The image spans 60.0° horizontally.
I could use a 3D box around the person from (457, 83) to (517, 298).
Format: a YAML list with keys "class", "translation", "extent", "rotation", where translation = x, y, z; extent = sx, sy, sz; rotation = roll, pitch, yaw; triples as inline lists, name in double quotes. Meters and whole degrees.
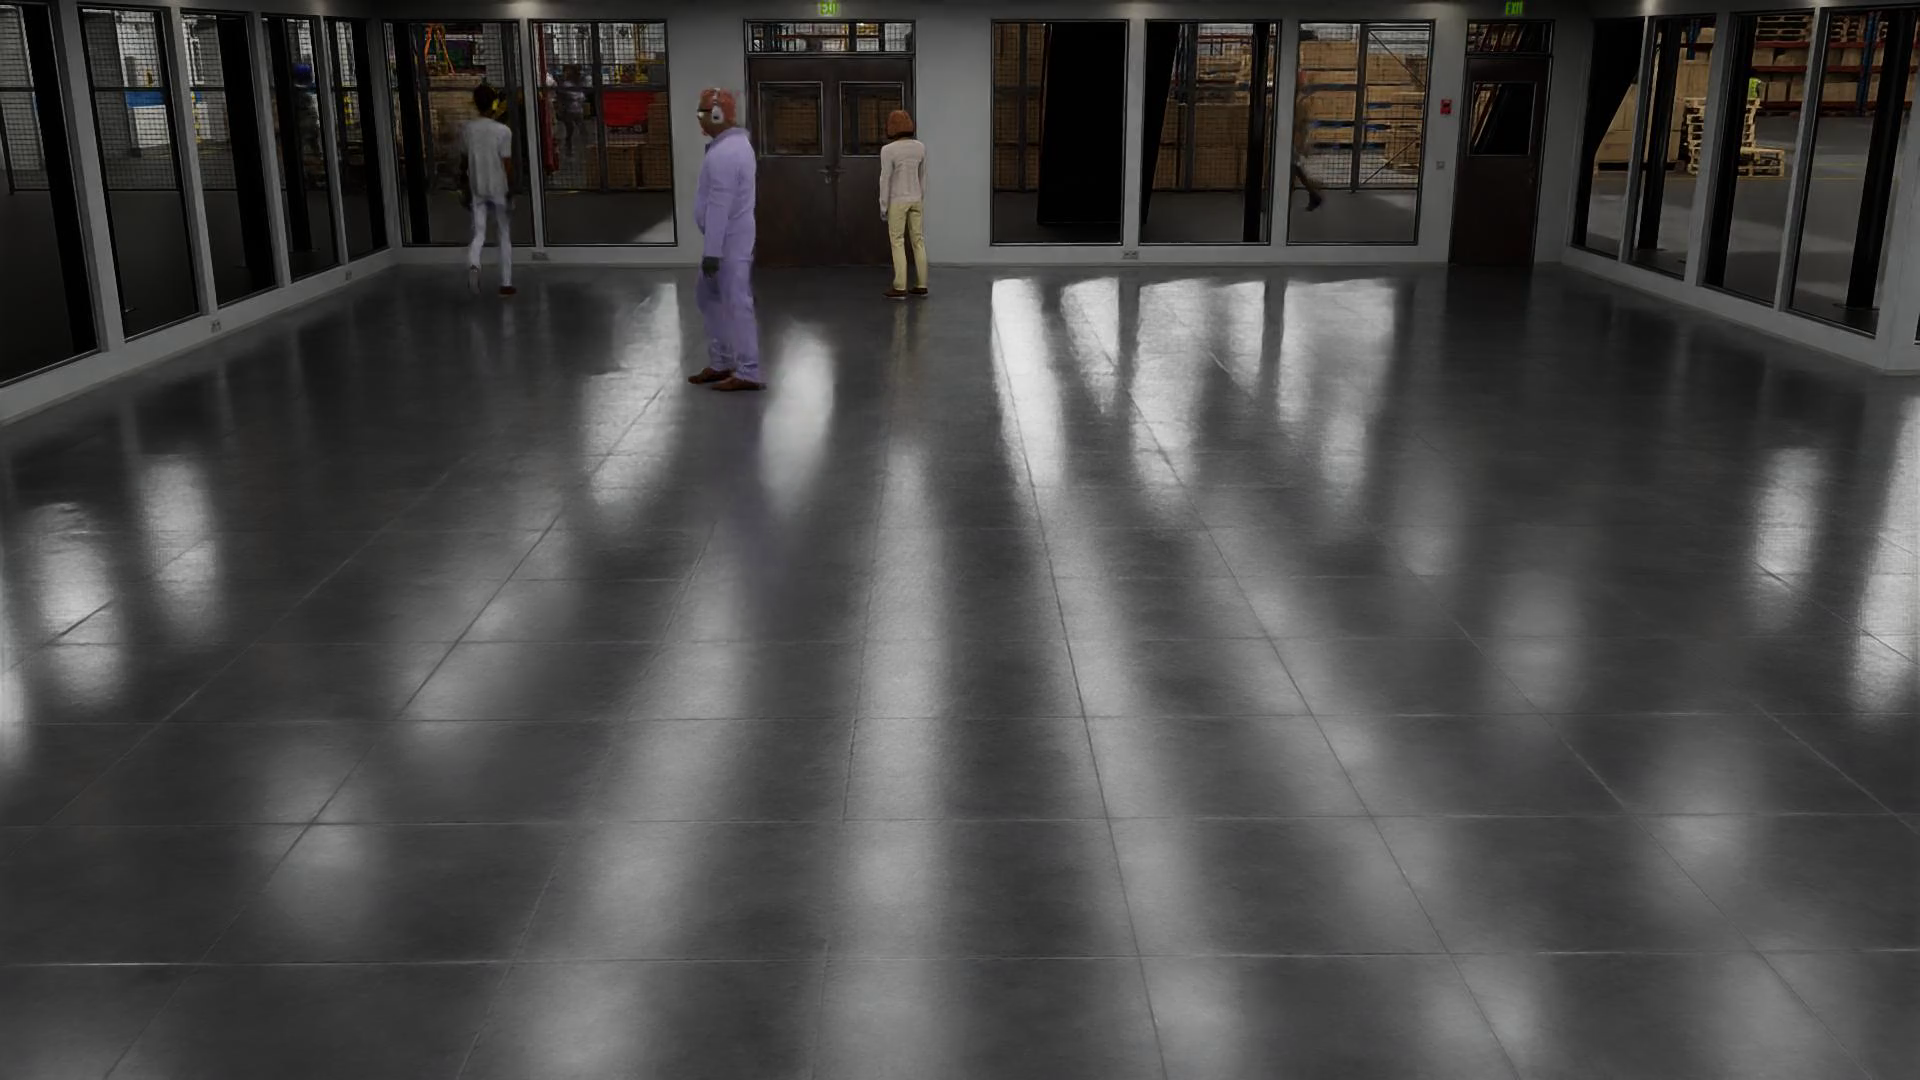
- class: "person"
  translation: [-4.123, -3.021, 14.478]
  extent: [0.528, 1.852, 0.710]
  rotation: [1, 16, 2]

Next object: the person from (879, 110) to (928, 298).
- class: "person"
  translation: [-0.496, -2.943, 14.621]
  extent: [0.500, 1.626, 0.289]
  rotation: [-14, 21, -39]

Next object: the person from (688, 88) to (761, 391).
- class: "person"
  translation: [-1.569, -1.874, 10.499]
  extent: [0.634, 1.888, 0.673]
  rotation: [0, 16, -1]
